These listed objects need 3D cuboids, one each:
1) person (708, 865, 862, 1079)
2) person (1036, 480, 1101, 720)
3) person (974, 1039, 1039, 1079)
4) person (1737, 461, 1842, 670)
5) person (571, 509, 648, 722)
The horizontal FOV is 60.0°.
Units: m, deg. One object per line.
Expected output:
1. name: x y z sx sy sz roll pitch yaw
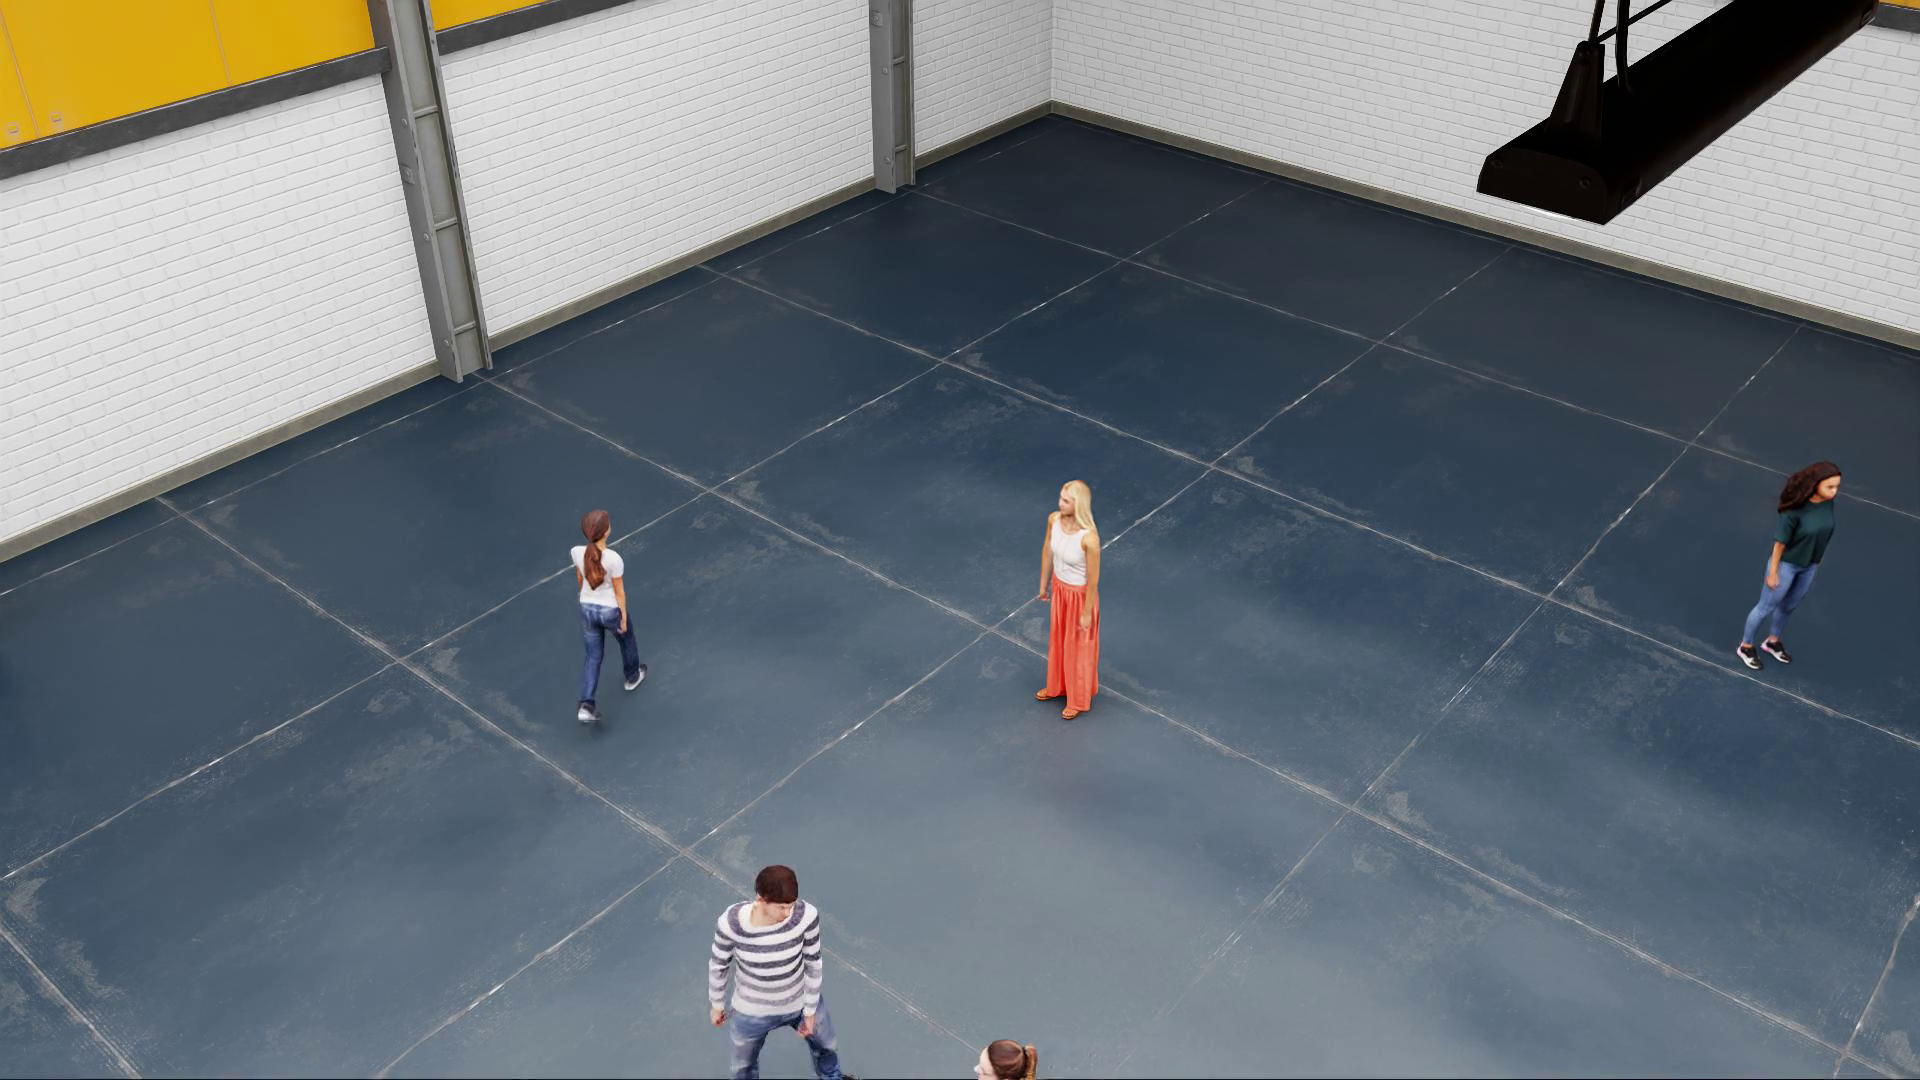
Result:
1. person: -0.969 2.235 8.144 0.974 1.825 1.127 1 34 1
2. person: 0.744 0.381 10.954 0.641 1.802 0.676 -24 40 -31
3. person: 0.301 2.831 7.418 1.100 1.636 1.113 1 34 2
4. person: 5.732 0.153 11.466 0.684 1.616 0.766 -11 35 -16
5. person: -2.397 0.511 11.002 0.845 1.533 1.099 8 34 12
